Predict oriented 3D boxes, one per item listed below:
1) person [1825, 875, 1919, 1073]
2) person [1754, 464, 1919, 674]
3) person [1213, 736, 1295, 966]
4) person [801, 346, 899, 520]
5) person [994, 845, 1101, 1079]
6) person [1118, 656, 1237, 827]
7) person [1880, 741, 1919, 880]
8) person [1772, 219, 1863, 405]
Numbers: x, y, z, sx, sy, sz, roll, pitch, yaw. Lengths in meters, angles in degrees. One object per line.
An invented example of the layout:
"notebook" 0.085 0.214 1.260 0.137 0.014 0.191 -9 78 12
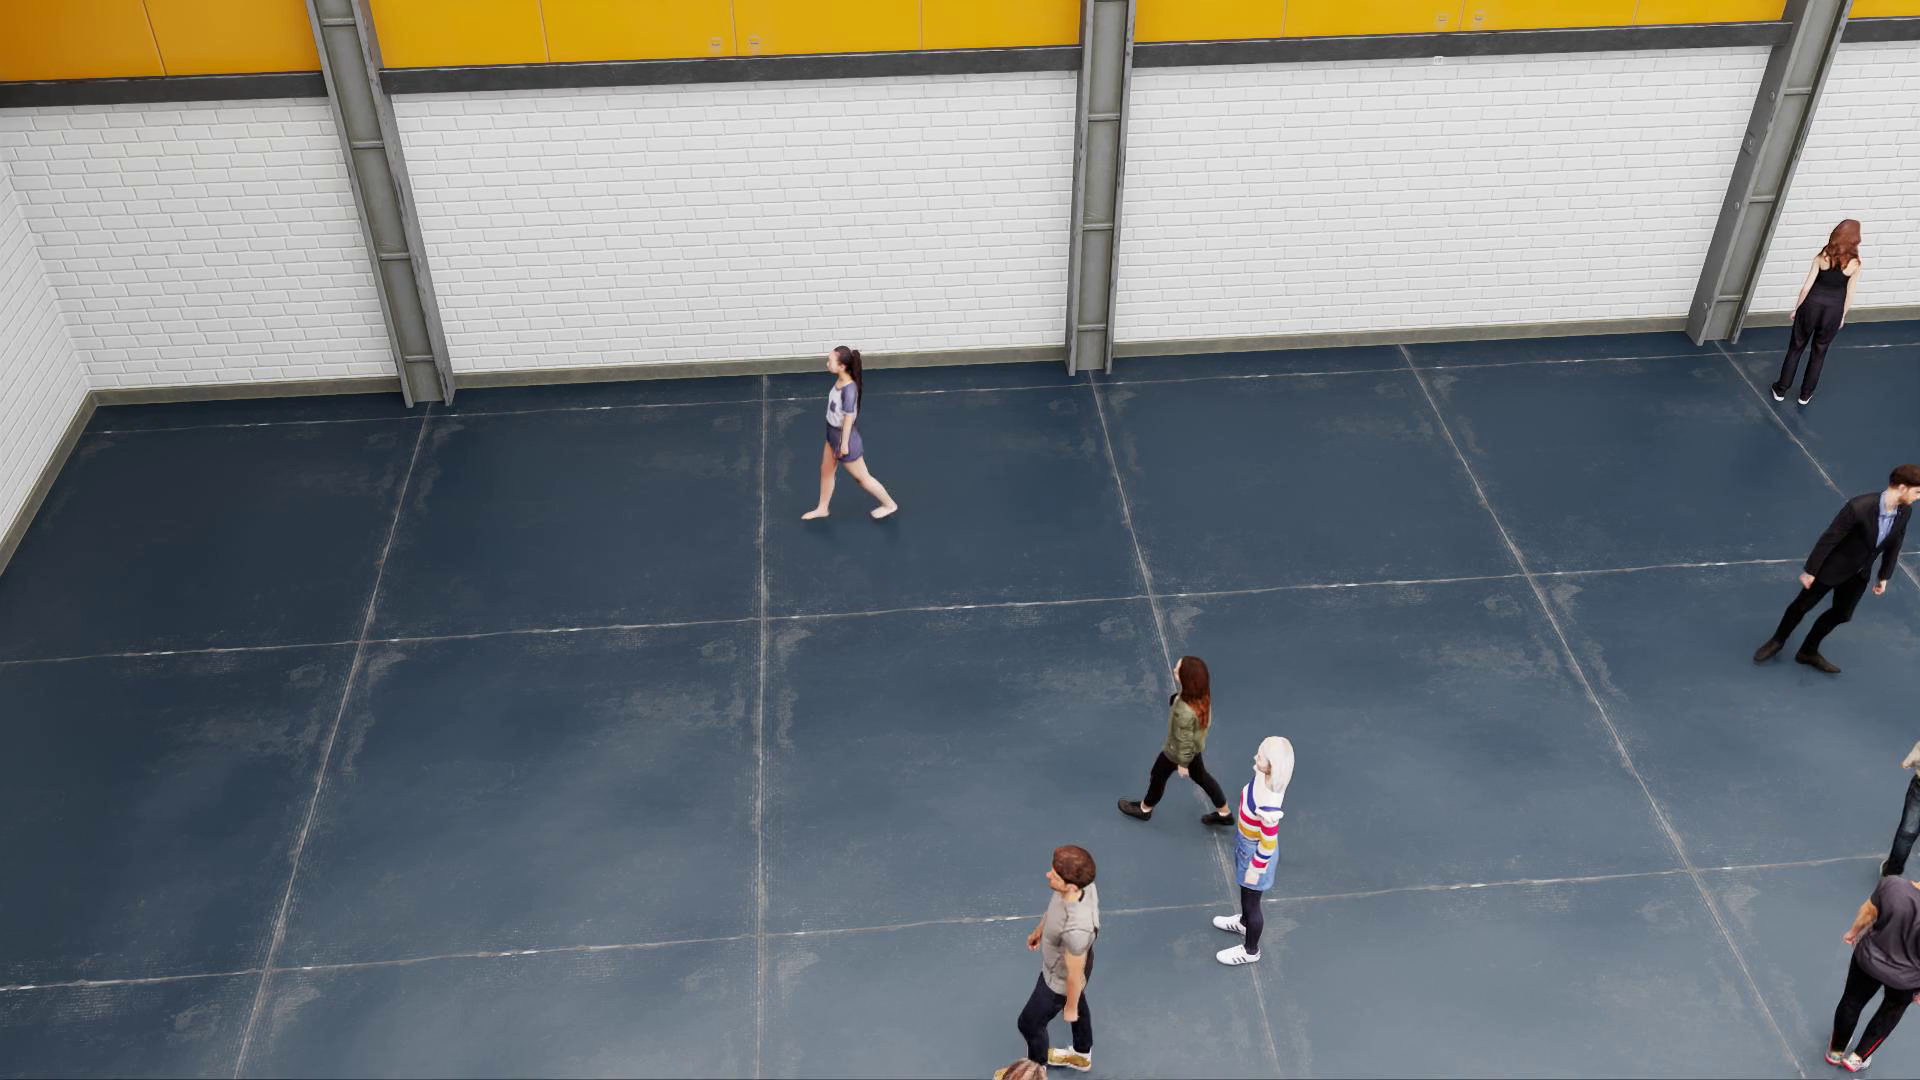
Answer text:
"person" 5.046 2.356 9.086 0.759 1.750 0.814 29 47 32
"person" 6.189 0.191 11.722 0.562 1.843 0.857 3 39 4
"person" 1.739 1.804 9.730 0.569 1.809 0.687 3 39 3
"person" -0.816 -0.801 13.148 1.031 1.613 0.667 -7 39 -8
"person" 0.654 2.325 9.021 0.831 1.879 0.736 3 39 3
"person" 1.504 1.331 10.615 1.098 1.443 0.884 14 41 17
"person" 6.031 1.589 10.302 0.986 1.431 0.917 16 41 19
"person" 7.515 -1.993 14.537 0.593 1.742 0.718 14 41 17
